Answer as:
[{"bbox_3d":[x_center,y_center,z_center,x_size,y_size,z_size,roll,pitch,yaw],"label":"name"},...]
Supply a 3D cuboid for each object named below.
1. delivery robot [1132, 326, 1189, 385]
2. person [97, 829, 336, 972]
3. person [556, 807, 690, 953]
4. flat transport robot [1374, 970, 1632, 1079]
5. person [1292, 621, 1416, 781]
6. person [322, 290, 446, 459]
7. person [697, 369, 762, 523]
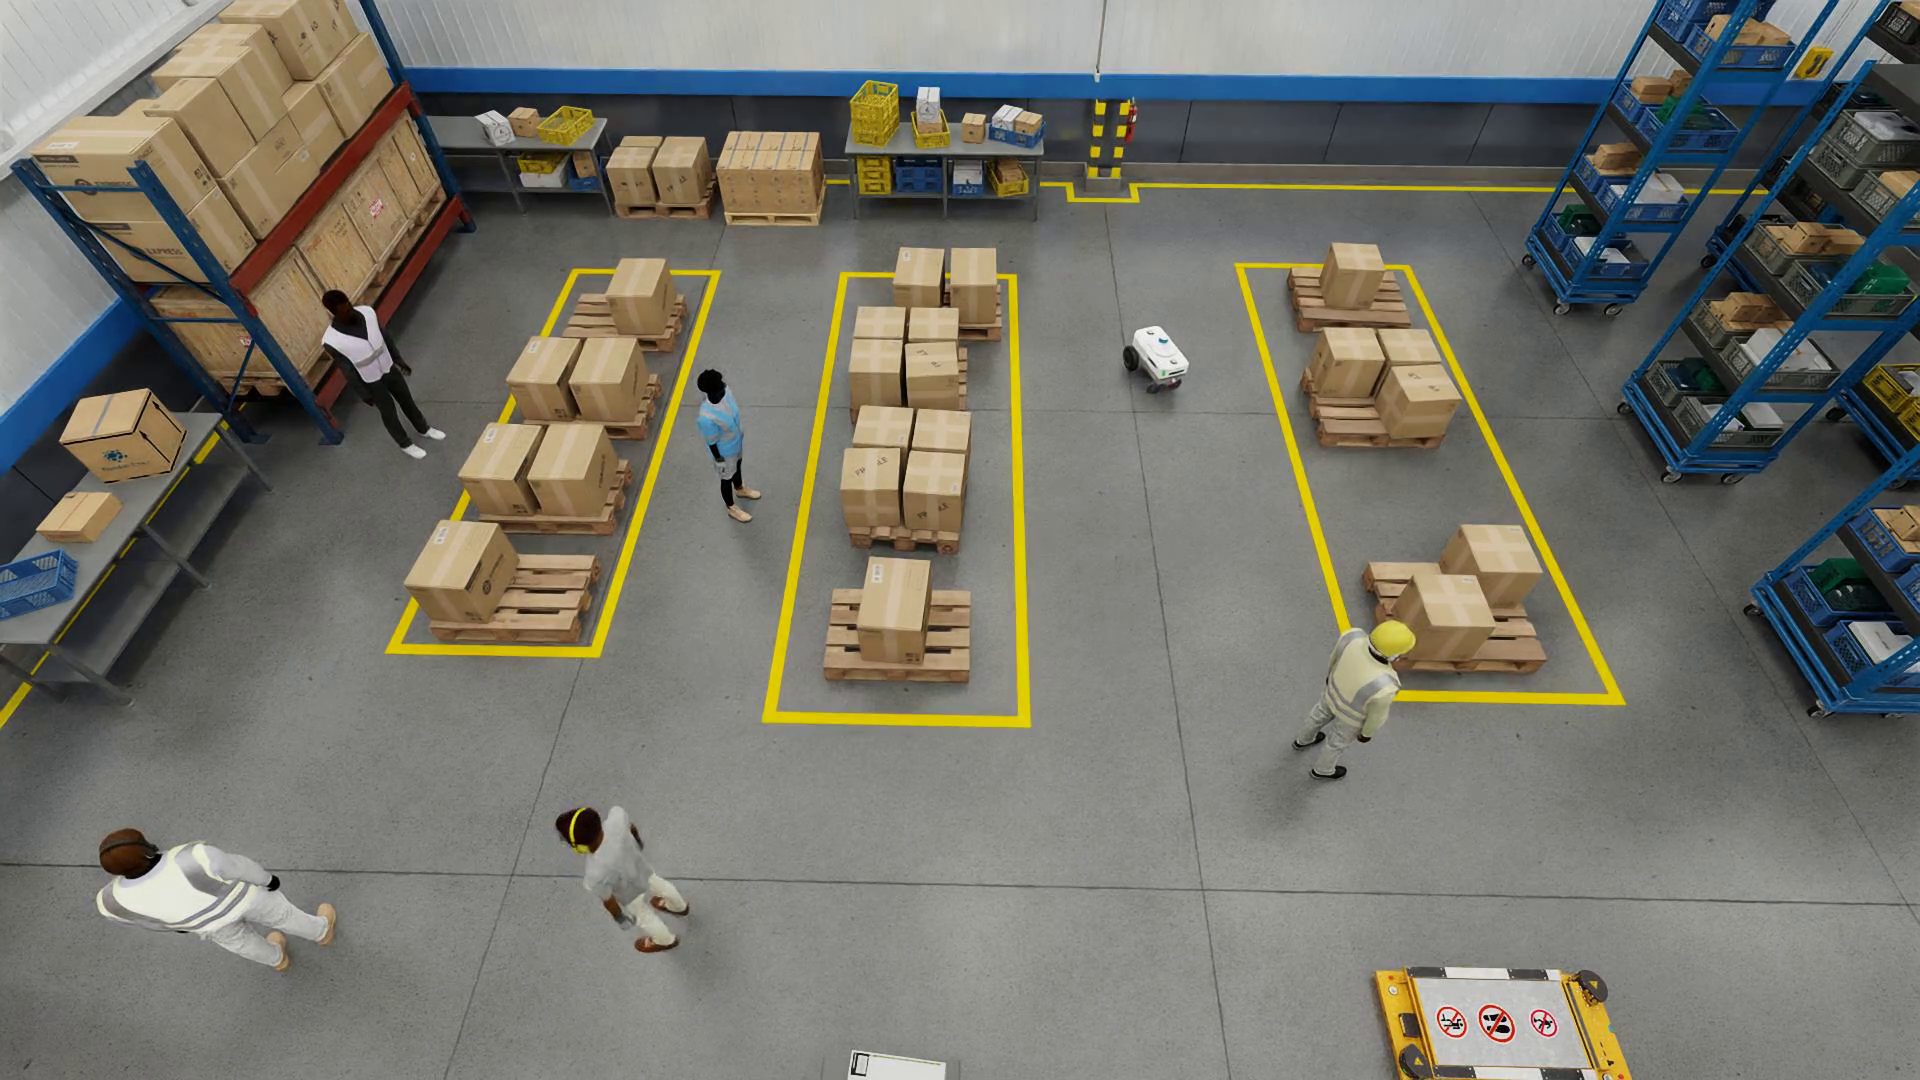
[{"bbox_3d":[2.154,-1.995,9.854,0.477,0.478,0.707,-16,53,-13],"label":"delivery robot"},{"bbox_3d":[-4.574,2.218,5.654,0.623,1.844,0.429,-27,56,-20],"label":"person"},{"bbox_3d":[-2.078,2.119,5.731,0.331,1.853,0.556,4,51,3],"label":"person"},{"bbox_3d":[3.501,3.133,5.914,1.431,0.197,0.652,1,51,1],"label":"flat transport robot"},{"bbox_3d":[2.804,1.140,6.535,0.403,1.837,0.590,-12,52,-9],"label":"person"},{"bbox_3d":[-5.533,-1.568,8.708,0.412,1.901,0.583,13,52,10],"label":"person"},{"bbox_3d":[-2.093,-0.862,8.256,0.316,1.695,0.542,9,51,7],"label":"person"}]
